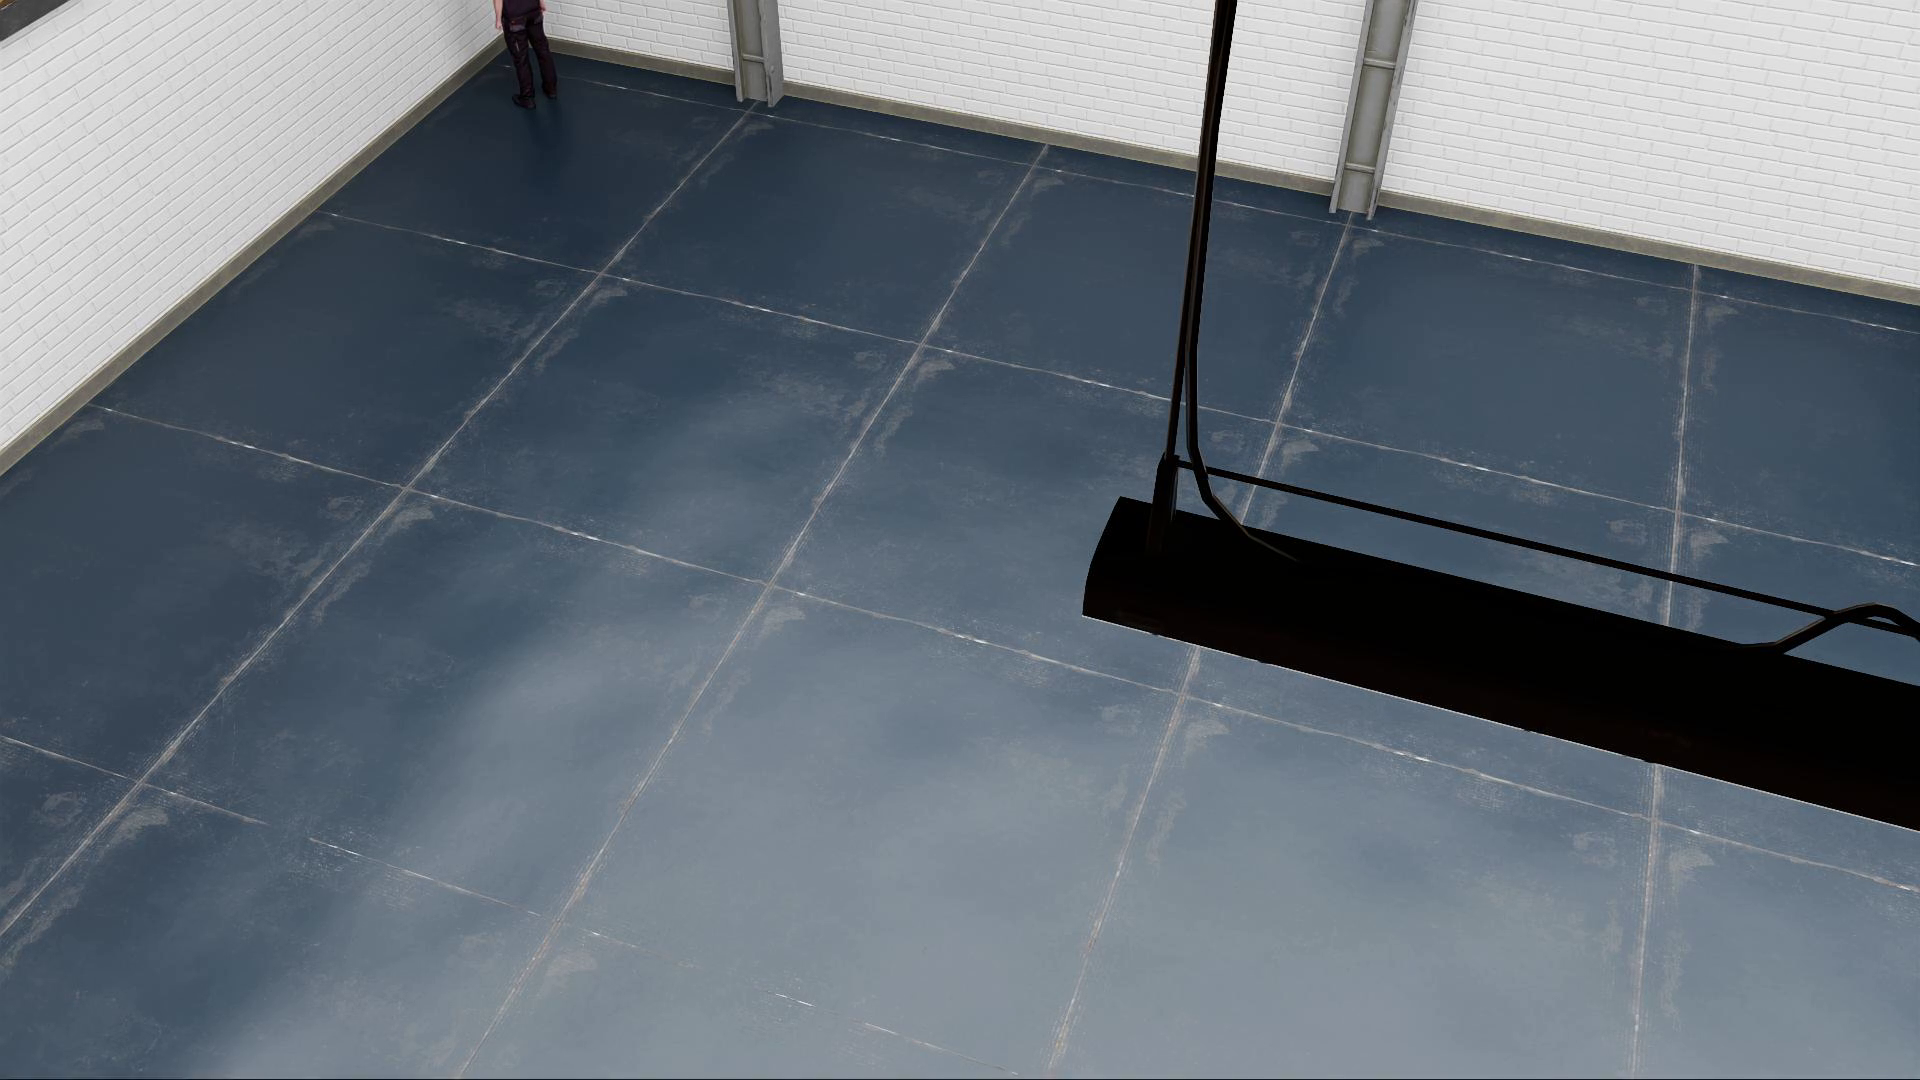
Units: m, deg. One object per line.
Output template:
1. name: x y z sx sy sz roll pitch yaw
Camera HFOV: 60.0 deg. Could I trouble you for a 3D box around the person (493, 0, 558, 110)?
1. person: -4.254 -5.107 16.126 0.807 1.846 0.765 -34 53 -31
